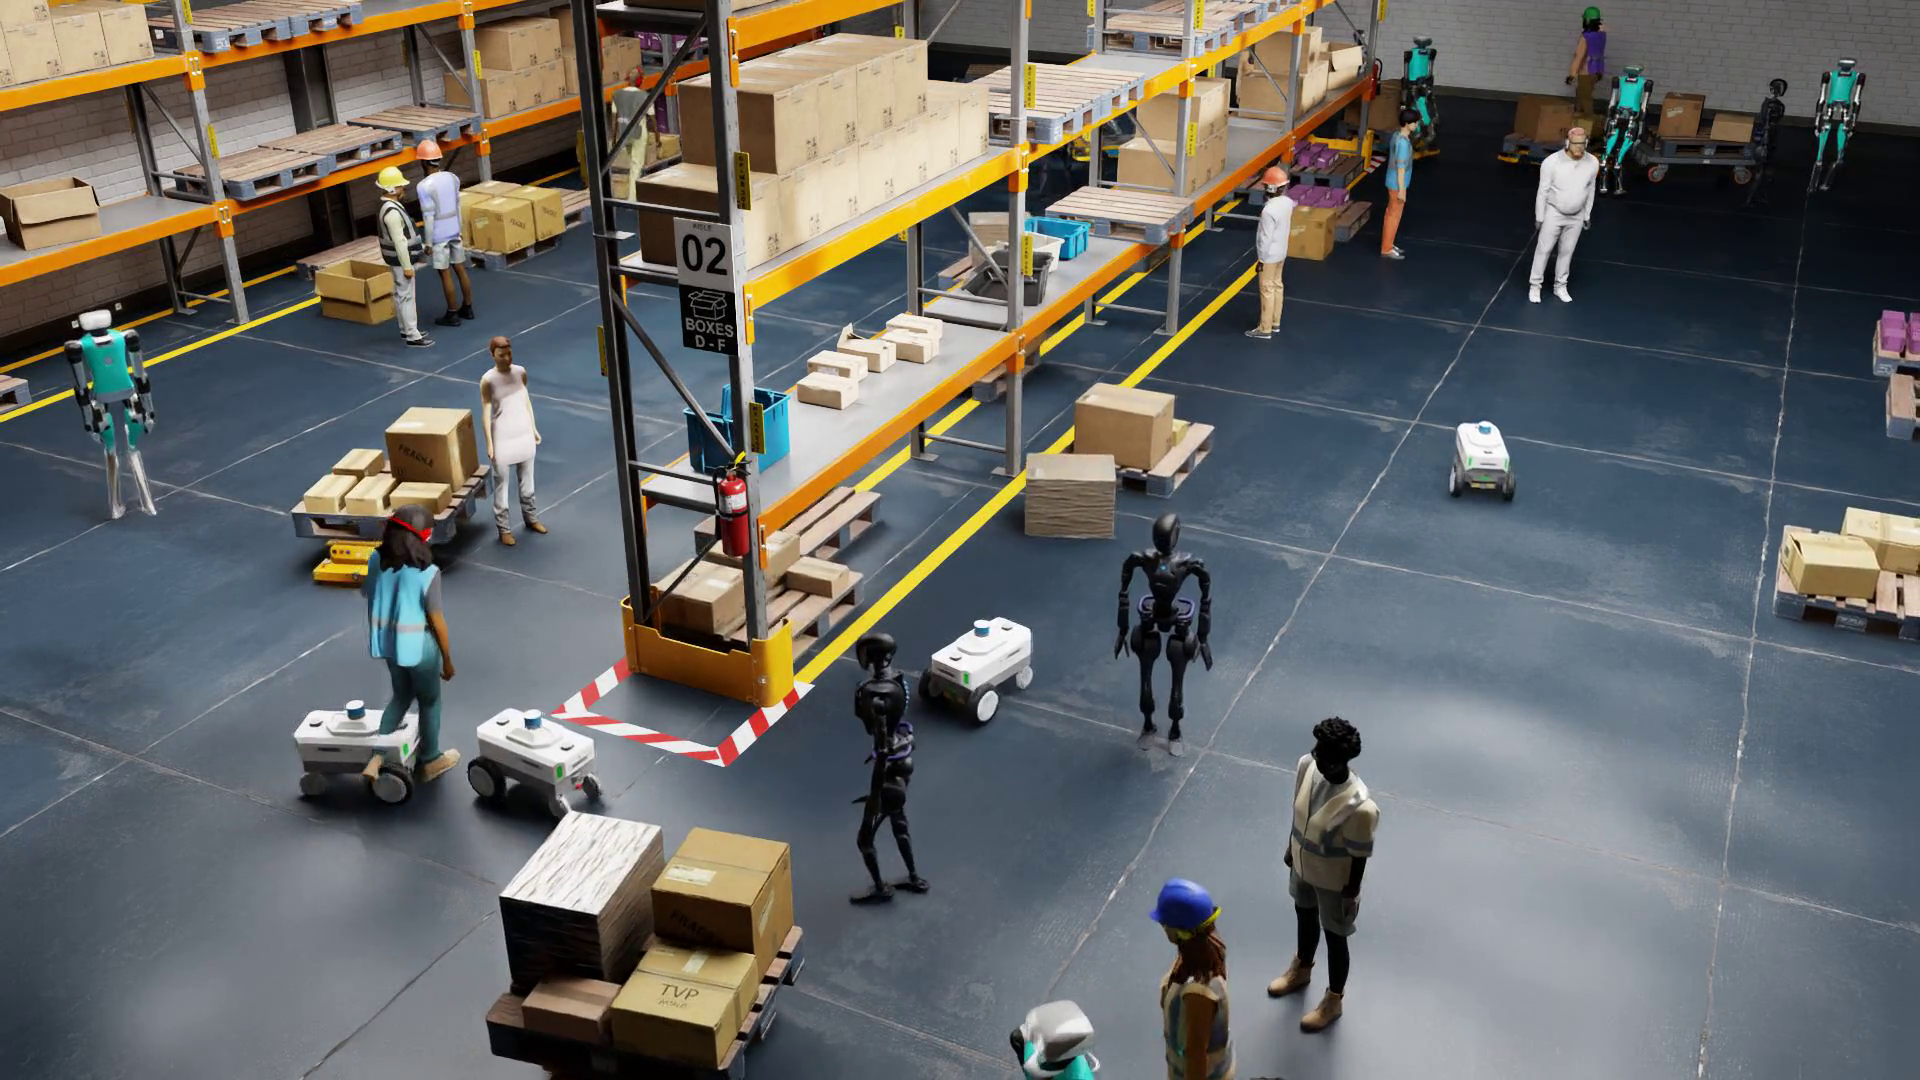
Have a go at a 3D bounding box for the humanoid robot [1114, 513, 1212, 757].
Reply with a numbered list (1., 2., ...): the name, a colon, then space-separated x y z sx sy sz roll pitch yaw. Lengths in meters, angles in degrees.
1. humanoid robot: 1.235 0.563 10.066 0.609 1.645 0.348 7 27 13

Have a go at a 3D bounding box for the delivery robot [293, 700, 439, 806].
1. delivery robot: -3.559 1.244 9.954 0.808 0.604 0.499 1 26 3

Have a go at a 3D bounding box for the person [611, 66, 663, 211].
1. person: -4.170 -5.244 21.631 0.573 1.800 0.786 10 28 19

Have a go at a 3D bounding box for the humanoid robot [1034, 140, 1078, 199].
1. humanoid robot: 1.288 -5.358 22.051 0.666 1.634 0.610 -20 33 -35

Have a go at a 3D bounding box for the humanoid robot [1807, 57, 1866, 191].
1. humanoid robot: 11.688 -5.448 22.246 0.541 1.871 0.767 10 28 20

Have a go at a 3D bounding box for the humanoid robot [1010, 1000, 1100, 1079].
1. humanoid robot: 0.623 2.391 6.295 0.992 1.743 0.557 -14 30 -27

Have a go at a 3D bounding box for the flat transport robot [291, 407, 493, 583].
1. flat transport robot: -4.391 -0.068 12.915 0.659 0.231 1.431 3 26 6

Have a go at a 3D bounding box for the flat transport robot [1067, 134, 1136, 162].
1. flat transport robot: 2.283 -5.757 24.407 1.431 0.231 0.659 -7 27 -14

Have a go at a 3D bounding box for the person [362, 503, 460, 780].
1. person: -3.238 0.670 9.658 0.573 1.842 0.589 10 28 19

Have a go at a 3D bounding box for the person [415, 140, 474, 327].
1. person: -5.410 -3.190 17.343 0.377 1.937 0.545 12 29 24

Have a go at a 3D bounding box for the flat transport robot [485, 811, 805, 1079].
1. flat transport robot: -1.493 2.363 8.005 0.659 0.231 1.431 7 27 14

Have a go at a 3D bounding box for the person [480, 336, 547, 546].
1. person: -3.446 -0.779 12.780 0.269 1.659 0.461 23 35 39

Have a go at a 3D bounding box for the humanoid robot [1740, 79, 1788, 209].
1. humanoid robot: 10.489 -5.114 21.518 0.422 1.643 0.587 16 31 30

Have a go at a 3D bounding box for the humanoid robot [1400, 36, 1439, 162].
1. humanoid robot: 6.603 -6.221 23.710 0.532 1.810 0.665 -11 28 -22

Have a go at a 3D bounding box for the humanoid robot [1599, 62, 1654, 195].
1. humanoid robot: 8.633 -5.353 21.786 0.533 1.677 0.735 19 32 33

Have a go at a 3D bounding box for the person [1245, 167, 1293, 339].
1. person: 3.170 -2.949 17.064 0.347 1.747 0.578 17 31 30

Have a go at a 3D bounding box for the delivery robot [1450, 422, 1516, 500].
1. delivery robot: 4.336 -0.670 13.828 0.499 0.612 0.796 4 27 7

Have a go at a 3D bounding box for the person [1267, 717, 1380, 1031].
1. person: 1.750 1.580 7.986 0.319 1.692 0.531 -13 29 -25

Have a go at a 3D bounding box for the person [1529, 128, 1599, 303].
1. person: 6.552 -3.510 18.025 0.642 1.907 0.402 -2 26 -4

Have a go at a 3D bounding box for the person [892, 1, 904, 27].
1. person: -1.020 -9.466 30.161 0.375 1.816 0.536 22 34 37

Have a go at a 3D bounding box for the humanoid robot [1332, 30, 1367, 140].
1. humanoid robot: 5.866 -6.824 24.977 0.589 1.637 0.398 -15 30 -28

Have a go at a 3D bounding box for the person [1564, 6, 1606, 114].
1. person: 9.486 -7.145 25.361 0.585 1.900 0.877 -20 33 -35

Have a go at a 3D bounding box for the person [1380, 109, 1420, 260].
1. person: 5.164 -4.183 19.550 0.329 1.759 0.503 3 27 6

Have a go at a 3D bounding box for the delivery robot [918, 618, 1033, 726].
1. delivery robot: 0.128 0.820 10.820 0.499 0.613 0.814 21 33 36

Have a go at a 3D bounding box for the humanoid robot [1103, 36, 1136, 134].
1. humanoid robot: 2.443 -7.040 25.456 0.698 1.637 0.592 5 27 10

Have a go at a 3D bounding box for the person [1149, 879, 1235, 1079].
1. person: 0.926 2.143 6.773 0.380 1.757 0.550 3 26 6

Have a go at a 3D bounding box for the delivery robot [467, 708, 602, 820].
1. delivery robot: -2.515 1.280 9.864 0.785 0.589 0.499 15 30 28

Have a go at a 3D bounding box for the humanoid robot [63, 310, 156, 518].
1. humanoid robot: -6.692 -1.000 13.168 0.535 1.814 0.711 -18 31 -32

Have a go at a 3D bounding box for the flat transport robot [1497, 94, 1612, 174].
1. flat transport robot: 8.532 -5.481 23.850 1.431 0.231 0.659 21 33 36

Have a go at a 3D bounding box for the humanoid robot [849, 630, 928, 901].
1. humanoid robot: -0.386 1.192 8.784 0.399 1.644 0.600 0 26 1

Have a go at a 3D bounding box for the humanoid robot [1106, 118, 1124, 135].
1. humanoid robot: 2.342 -6.674 24.536 0.679 1.744 0.547 -1 26 -2

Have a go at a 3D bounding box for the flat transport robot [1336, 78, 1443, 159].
1. flat transport robot: 6.349 -5.898 24.691 0.659 0.231 1.431 -18 32 -32

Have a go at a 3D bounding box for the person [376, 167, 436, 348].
1. person: -5.618 -2.850 16.774 0.404 1.832 0.591 -13 29 -24

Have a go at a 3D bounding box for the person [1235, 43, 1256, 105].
1. person: 4.241 -6.436 23.988 0.554 1.869 0.392 2 26 5

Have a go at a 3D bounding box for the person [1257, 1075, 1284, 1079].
1. person: 0.995 2.594 5.707 0.448 1.890 0.550 -3 27 -6
